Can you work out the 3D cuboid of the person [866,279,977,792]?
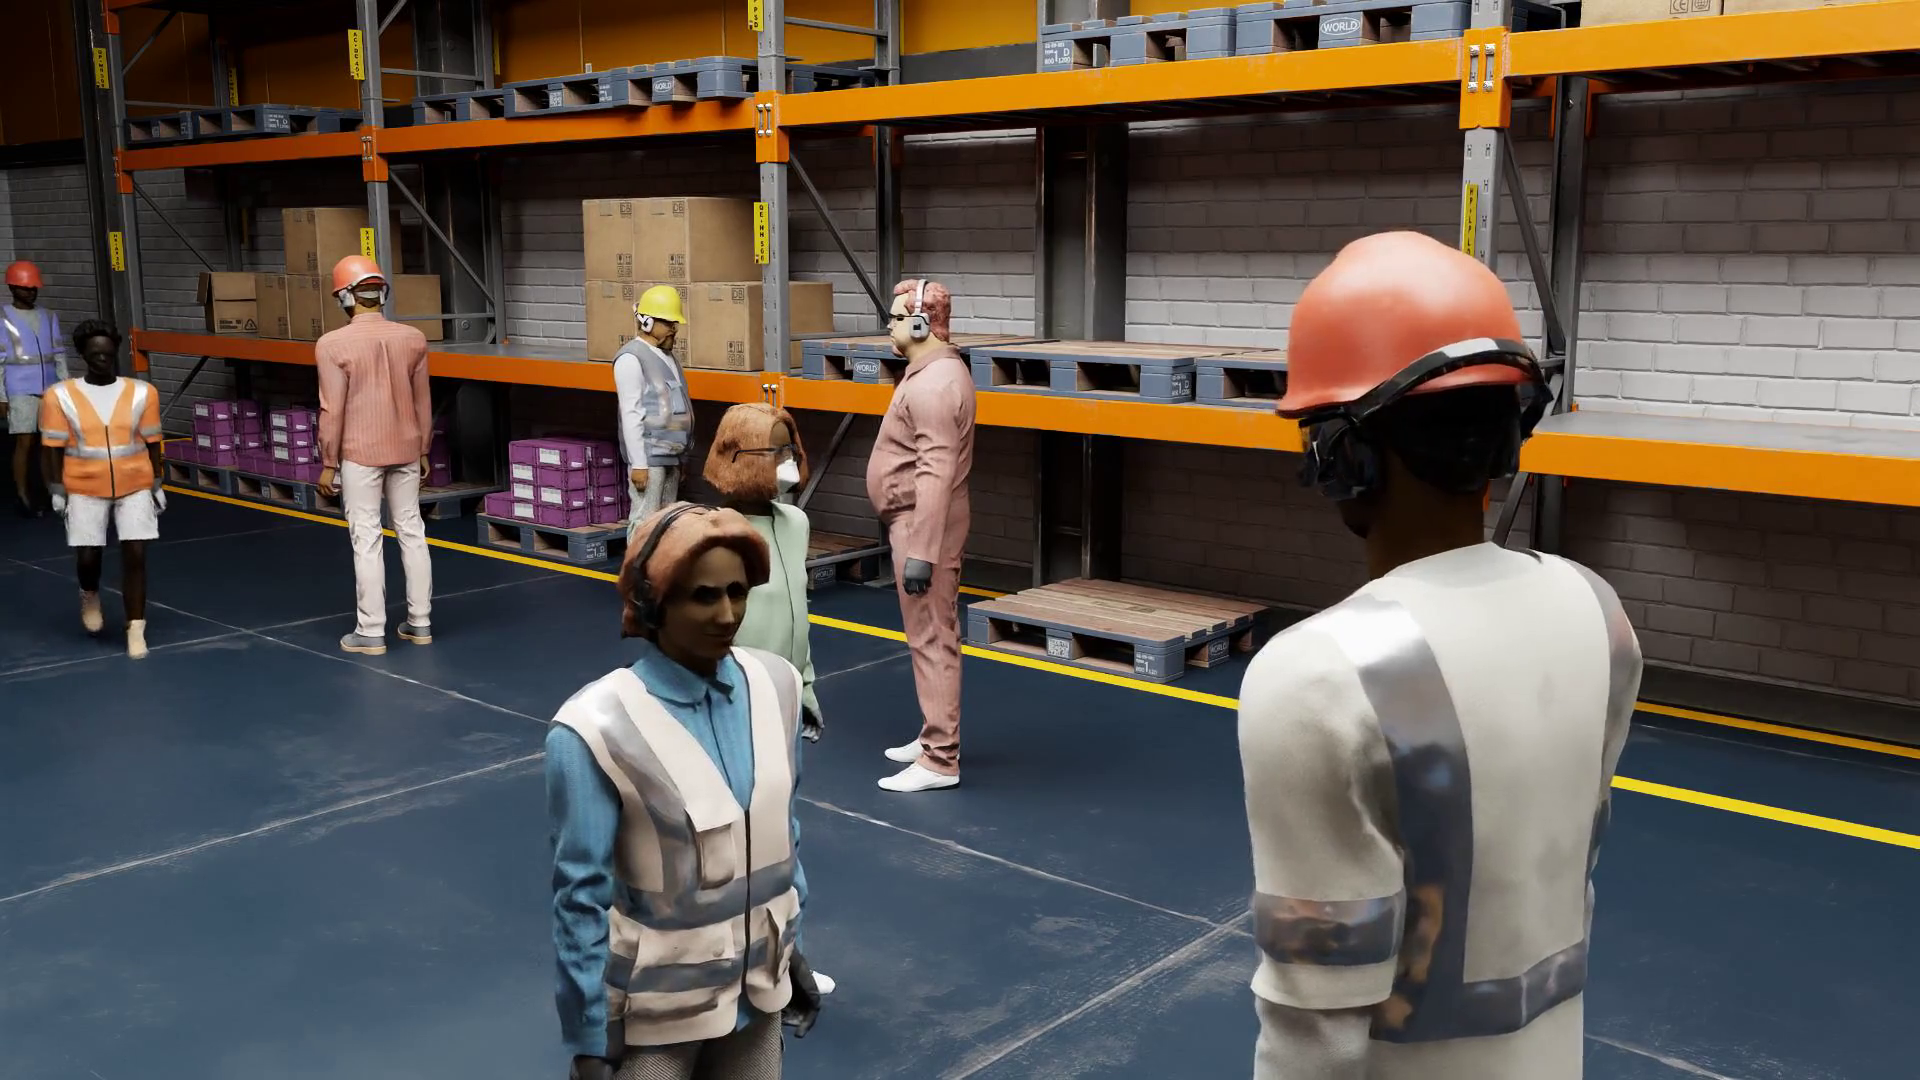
[{"bbox_3d":[-0.146,-0.015,6.249,0.409,1.906,0.652,0,10,3],"label":"person"}]

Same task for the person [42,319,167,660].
[{"bbox_3d":[-4.245,-0.262,8.280,0.540,1.688,0.545,-6,12,-32],"label":"person"}]

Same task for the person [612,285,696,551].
[{"bbox_3d":[-1.634,-0.458,9.011,0.403,1.823,0.586,2,10,12],"label":"person"}]

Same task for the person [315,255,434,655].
[{"bbox_3d":[-2.932,-0.422,8.338,0.392,1.986,0.611,8,13,40],"label":"person"}]

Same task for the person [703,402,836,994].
[{"bbox_3d":[-0.519,0.456,4.335,0.281,1.636,0.500,5,11,24],"label":"person"}]

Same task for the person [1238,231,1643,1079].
[{"bbox_3d":[0.488,0.683,1.902,0.610,2.037,0.400,-9,13,-41],"label":"person"}]

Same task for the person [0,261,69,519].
[{"bbox_3d":[-6.992,-1.129,12.547,0.377,1.930,0.557,5,11,25],"label":"person"}]

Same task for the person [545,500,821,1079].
[{"bbox_3d":[-0.428,0.749,2.669,0.311,1.636,0.523,8,13,37],"label":"person"}]
